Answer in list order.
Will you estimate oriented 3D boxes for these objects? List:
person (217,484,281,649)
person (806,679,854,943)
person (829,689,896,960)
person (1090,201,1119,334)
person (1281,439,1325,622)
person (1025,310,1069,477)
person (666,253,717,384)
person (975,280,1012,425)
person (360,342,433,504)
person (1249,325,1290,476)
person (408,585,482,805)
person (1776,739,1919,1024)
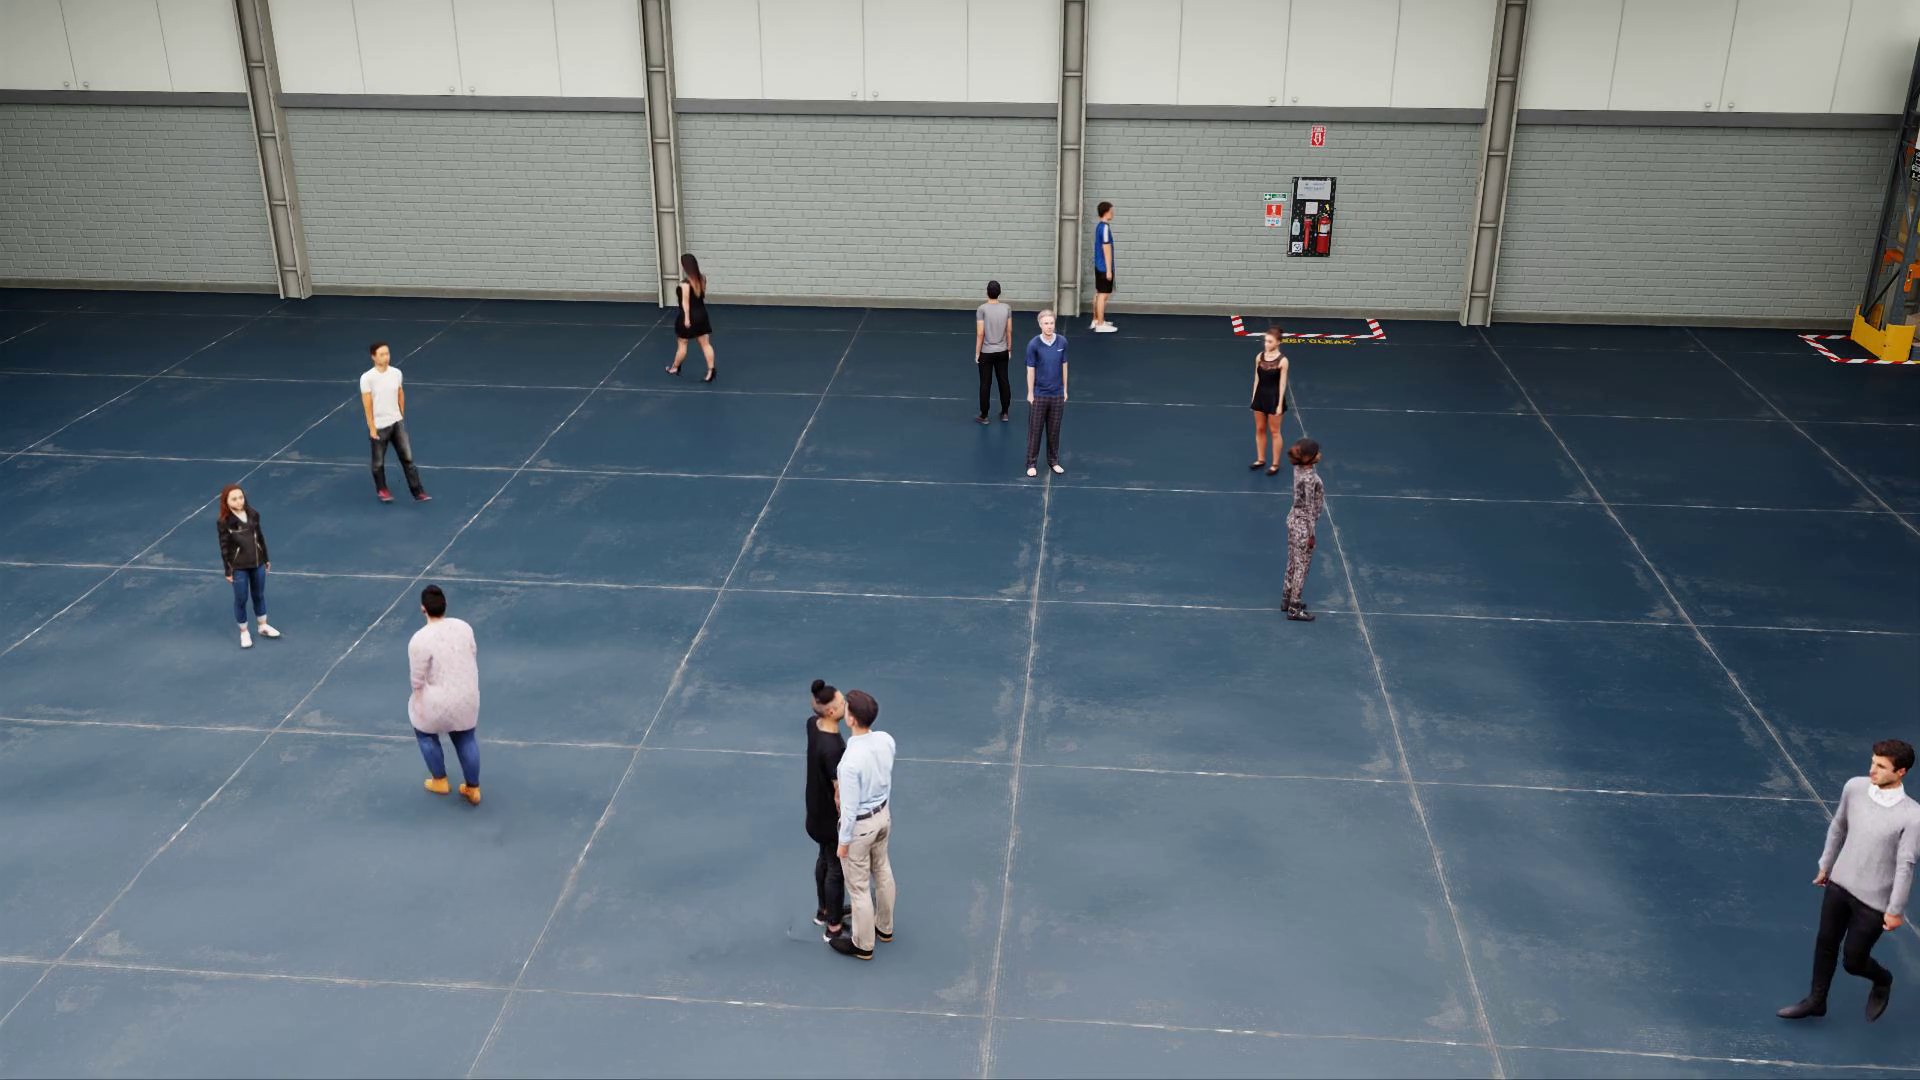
[{"bbox_3d":[-6.288,0.196,14.637,0.658,1.483,0.638,17,28,35],"label":"person"},{"bbox_3d":[-0.819,1.698,10.618,0.745,1.864,0.764,-8,24,-19],"label":"person"},{"bbox_3d":[-0.606,1.783,10.440,0.758,1.846,0.749,15,27,31],"label":"person"},{"bbox_3d":[2.052,-3.932,23.854,0.644,1.866,0.692,-3,23,-7],"label":"person"},{"bbox_3d":[3.093,-0.109,15.059,0.608,1.714,0.609,-2,23,-4],"label":"person"},{"bbox_3d":[0.954,-1.645,18.469,0.634,1.872,0.793,-7,24,-17],"label":"person"},{"bbox_3d":[-3.355,-2.822,21.476,1.110,1.684,0.940,13,26,27],"label":"person"},{"bbox_3d":[0.402,-2.284,20.122,0.634,1.755,0.761,-9,25,-20],"label":"person"},{"bbox_3d":[-6.146,-1.238,17.645,1.053,1.768,1.154,-21,31,-40],"label":"person"},{"bbox_3d":[3.460,-1.570,18.541,0.743,1.678,0.674,-21,31,-40],"label":"person"},{"bbox_3d":[-3.688,1.156,12.066,0.863,1.728,0.917,-21,31,-40],"label":"person"},{"bbox_3d":[5.375,2.031,9.776,1.075,1.910,0.975,-8,24,-18],"label":"person"}]
